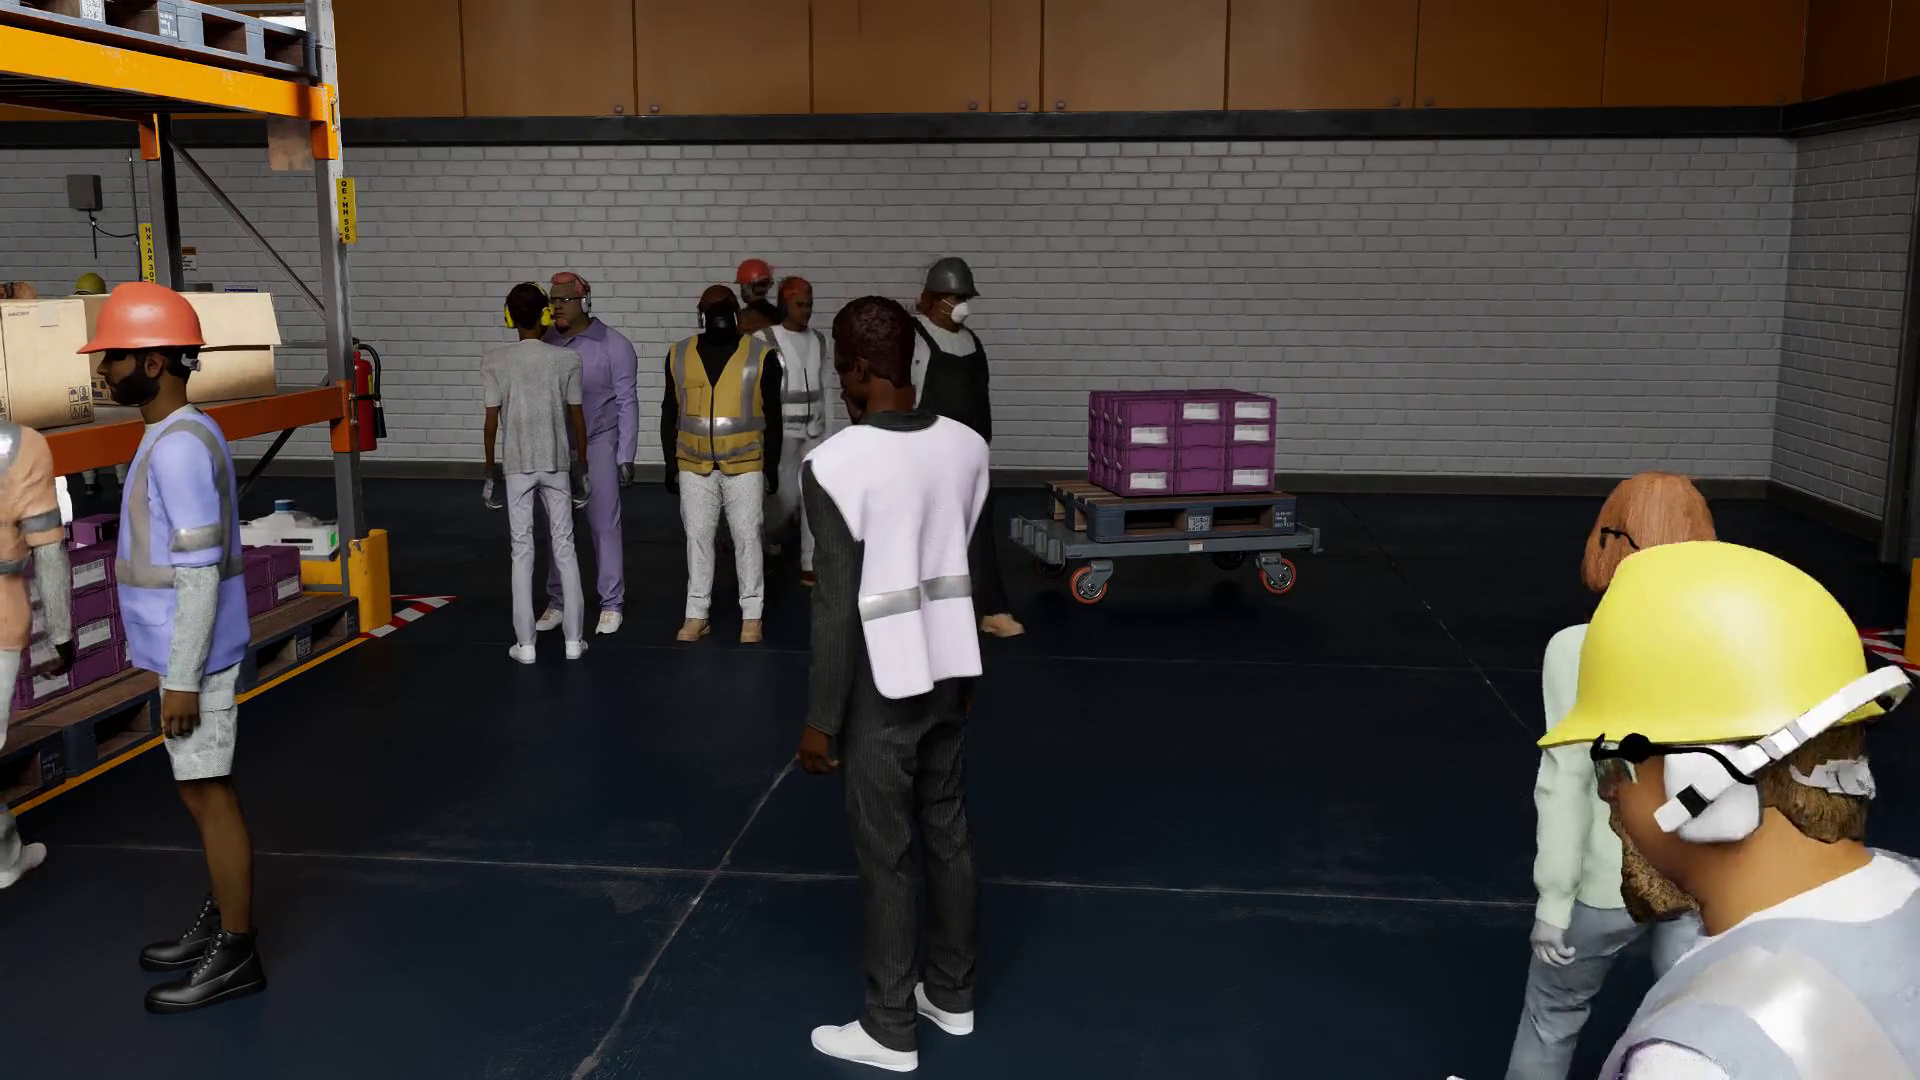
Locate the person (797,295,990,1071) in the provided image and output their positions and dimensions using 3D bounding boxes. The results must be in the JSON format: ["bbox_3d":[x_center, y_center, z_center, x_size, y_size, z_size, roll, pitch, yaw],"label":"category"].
[{"bbox_3d":[-0.152,0.362,4.109,0.398,1.913,0.590,9,13,40],"label":"person"}]

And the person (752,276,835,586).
[{"bbox_3d":[-1.021,-0.635,9.929,0.639,1.874,0.521,-10,14,-44],"label":"person"}]

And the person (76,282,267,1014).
[{"bbox_3d":[-2.096,0.288,4.459,0.358,1.938,0.548,-5,11,-26],"label":"person"}]

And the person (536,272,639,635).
[{"bbox_3d":[-2.020,-0.447,8.754,0.654,1.906,0.406,2,10,13],"label":"person"}]

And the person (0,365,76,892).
[{"bbox_3d":[-2.929,0.261,4.850,0.585,1.878,1.016,0,10,-2],"label":"person"}]

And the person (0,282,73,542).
[{"bbox_3d":[-5.520,-0.615,9.926,0.430,1.836,0.624,-4,11,-23],"label":"person"}]

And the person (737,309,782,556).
[{"bbox_3d":[-1.331,-0.701,10.992,0.285,1.633,0.498,-2,10,-14],"label":"person"}]

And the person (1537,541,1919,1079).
[{"bbox_3d":[0.706,0.893,1.504,0.958,1.767,0.651,8,13,39],"label":"person"}]

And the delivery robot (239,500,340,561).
[{"bbox_3d":[-3.948,0.007,9.756,0.707,0.478,0.477,0,10,-1],"label":"delivery robot"}]

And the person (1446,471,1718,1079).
[{"bbox_3d":[1.316,0.654,3.327,0.530,1.588,0.829,-2,10,-11],"label":"person"}]

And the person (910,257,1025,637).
[{"bbox_3d":[-0.103,-0.526,8.822,0.684,2.000,0.979,-8,12,-37],"label":"person"}]

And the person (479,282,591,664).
[{"bbox_3d":[-2.082,-0.324,8.170,0.518,1.865,0.323,-3,10,-18],"label":"person"}]

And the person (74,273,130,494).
[{"bbox_3d":[-7.121,-1.288,13.779,0.590,1.833,0.404,-1,10,-8],"label":"person"}]

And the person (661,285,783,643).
[{"bbox_3d":[-1.233,-0.384,8.576,0.634,1.843,0.429,1,10,5],"label":"person"}]

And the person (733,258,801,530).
[{"bbox_3d":[-1.397,-1.048,12.045,0.853,1.966,0.626,8,12,37],"label":"person"}]
